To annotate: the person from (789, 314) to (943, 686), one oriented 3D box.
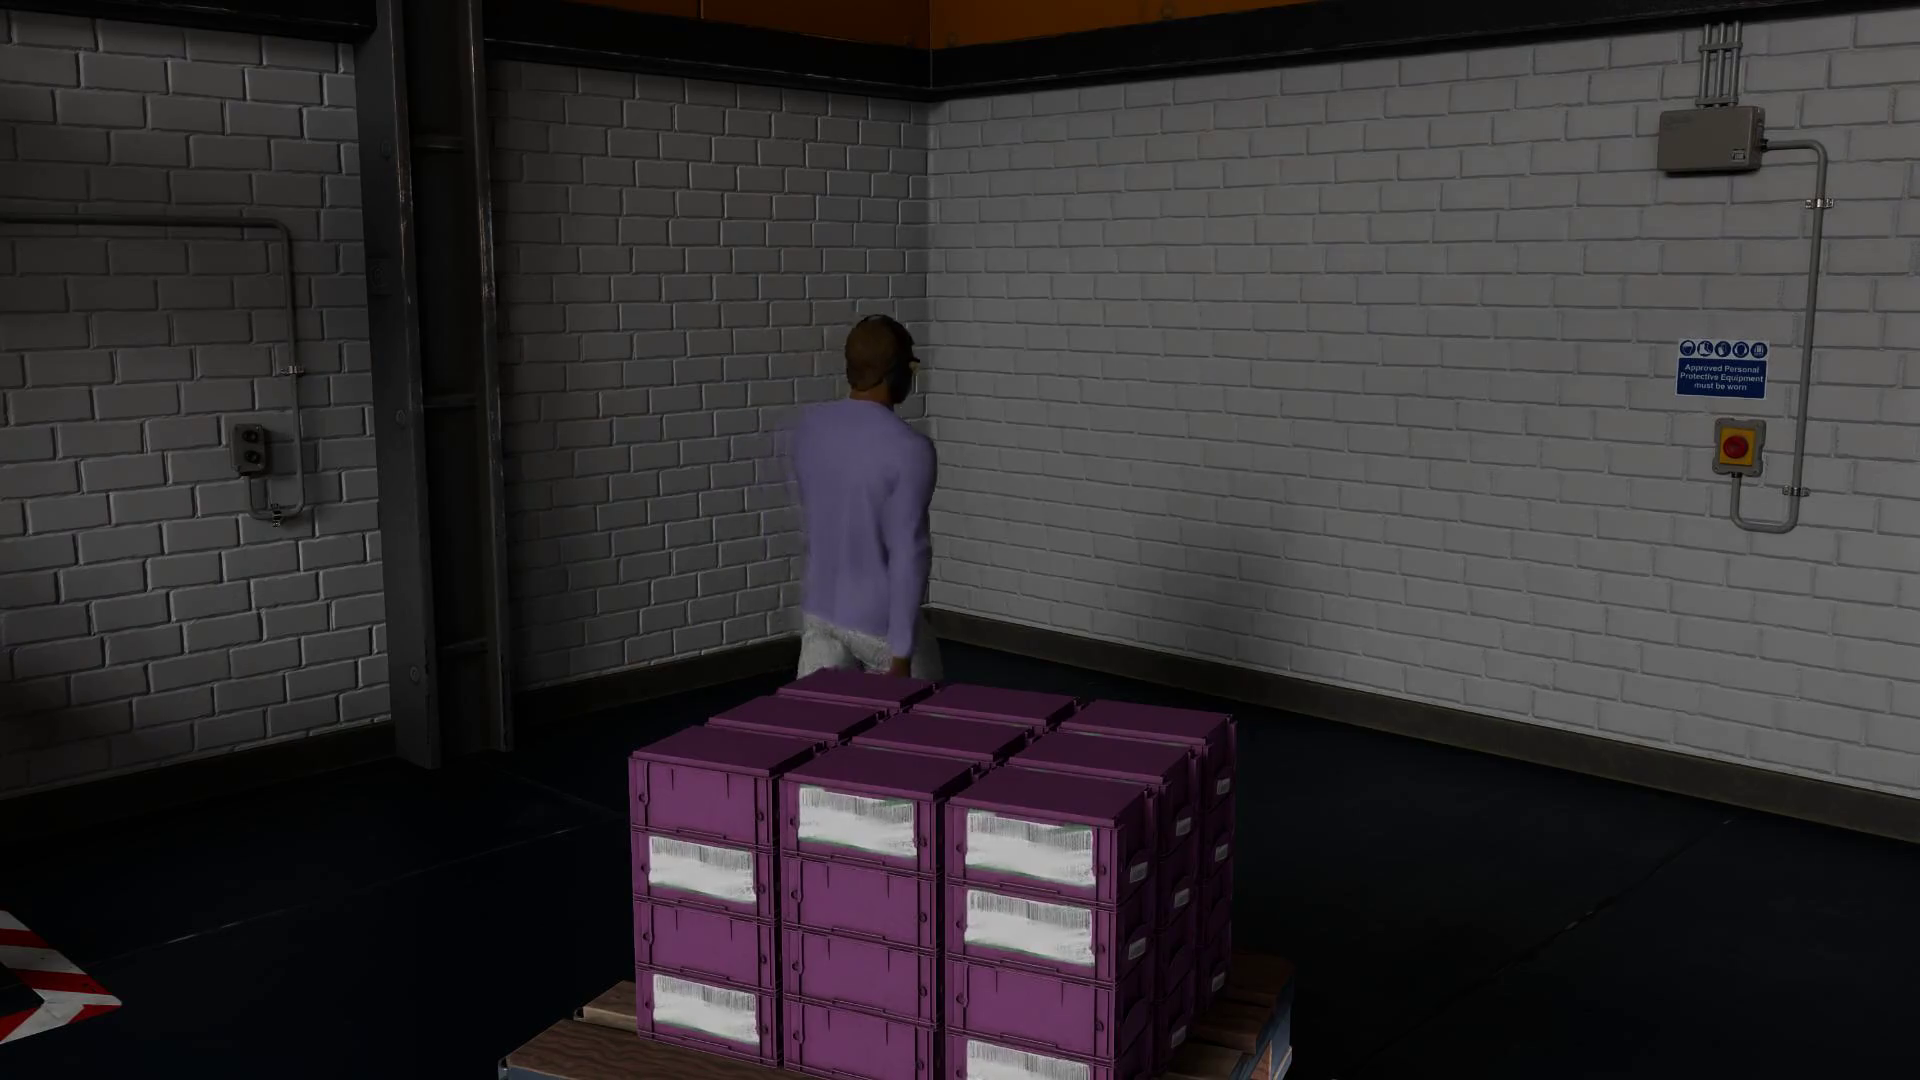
[{"bbox_3d":[-0.324,0.247,5.196,0.646,1.898,1.034,8,12,41],"label":"person"}]
